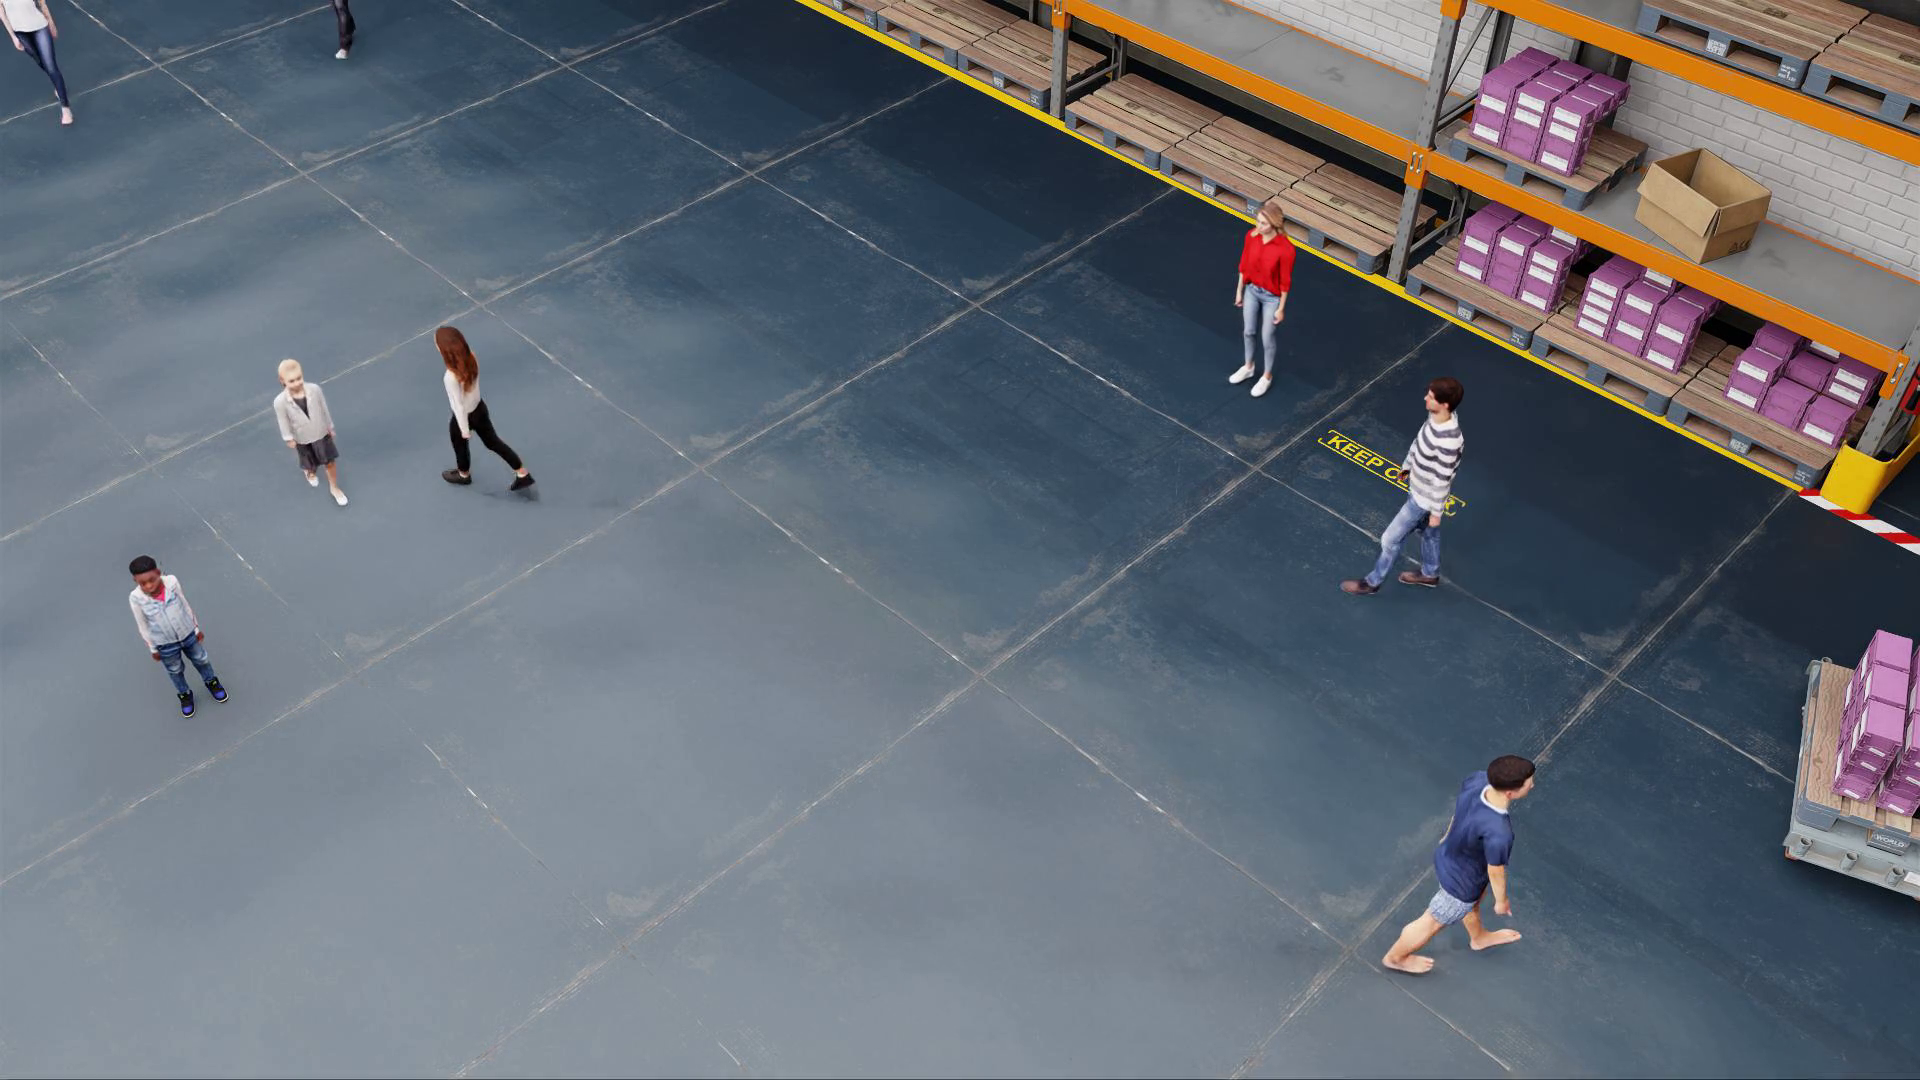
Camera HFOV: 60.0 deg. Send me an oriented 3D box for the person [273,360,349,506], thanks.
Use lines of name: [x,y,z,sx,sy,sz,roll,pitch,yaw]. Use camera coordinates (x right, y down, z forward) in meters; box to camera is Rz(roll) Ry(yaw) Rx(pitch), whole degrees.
person: [-4.725,-0.810,12.051,0.563,1.264,0.689,-27,50,-25]

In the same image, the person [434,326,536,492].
person: [-3.473,-0.908,12.015,1.063,1.456,0.875,11,45,11]

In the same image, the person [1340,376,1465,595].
person: [3.216,-0.319,11.129,1.069,1.826,0.977,4,44,5]

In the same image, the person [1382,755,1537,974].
person: [2.621,1.776,8.941,1.103,1.810,1.033,1,44,1]

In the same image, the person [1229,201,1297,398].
person: [2.359,-1.885,12.864,0.473,1.699,0.684,32,52,29]

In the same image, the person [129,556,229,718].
person: [-5.015,0.579,10.596,0.511,1.261,0.523,-27,50,-25]

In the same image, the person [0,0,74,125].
person: [-8.977,-4.948,16.087,0.910,1.688,1.193,-14,45,-14]
